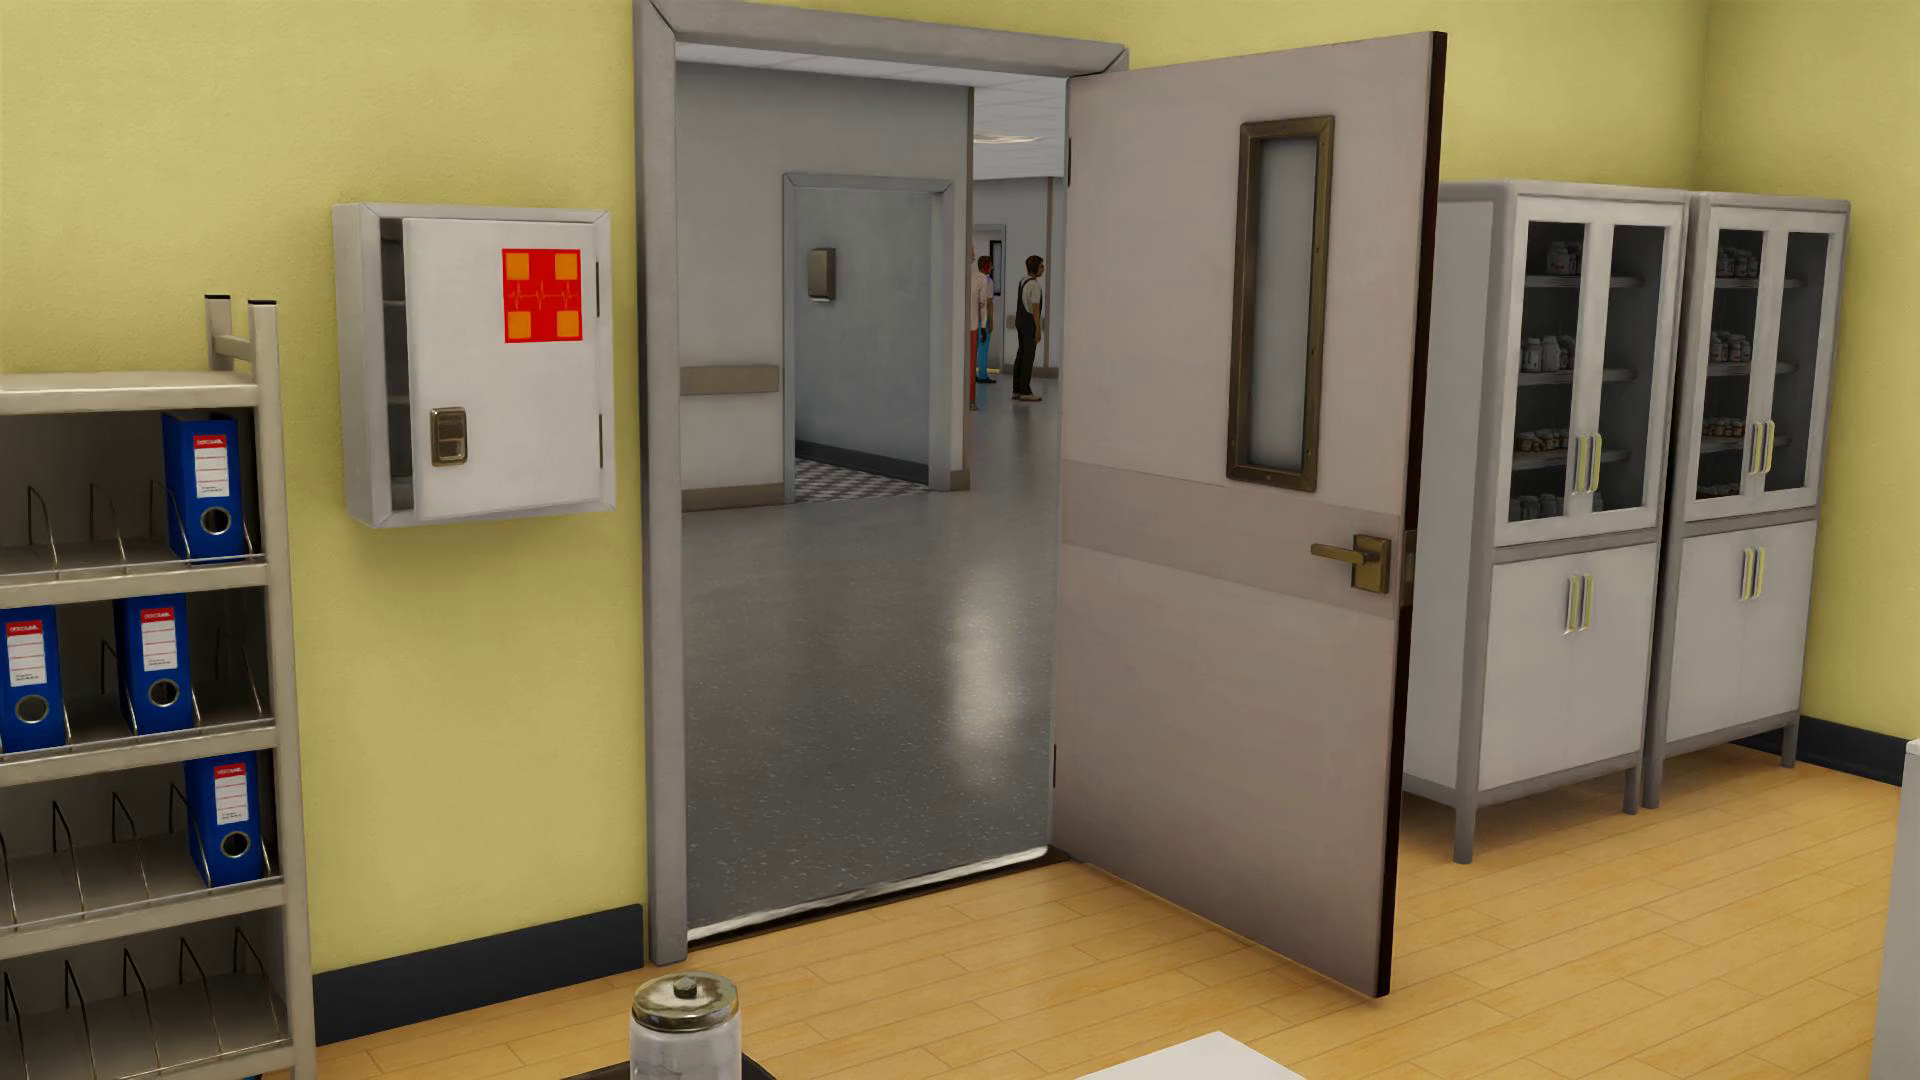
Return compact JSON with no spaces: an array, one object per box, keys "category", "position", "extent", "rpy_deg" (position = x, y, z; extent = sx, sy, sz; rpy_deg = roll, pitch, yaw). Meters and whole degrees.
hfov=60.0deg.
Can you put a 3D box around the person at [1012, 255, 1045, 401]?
[{"category":"person","position":[0.881,-2.667,20.994],"extent":[0.357,1.839,0.508],"rpy_deg":[-3,10,-19]}]

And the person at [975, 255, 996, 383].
[{"category":"person","position":[0.297,-3.169,23.952],"extent":[0.392,1.837,0.560],"rpy_deg":[-6,12,-35]}]
